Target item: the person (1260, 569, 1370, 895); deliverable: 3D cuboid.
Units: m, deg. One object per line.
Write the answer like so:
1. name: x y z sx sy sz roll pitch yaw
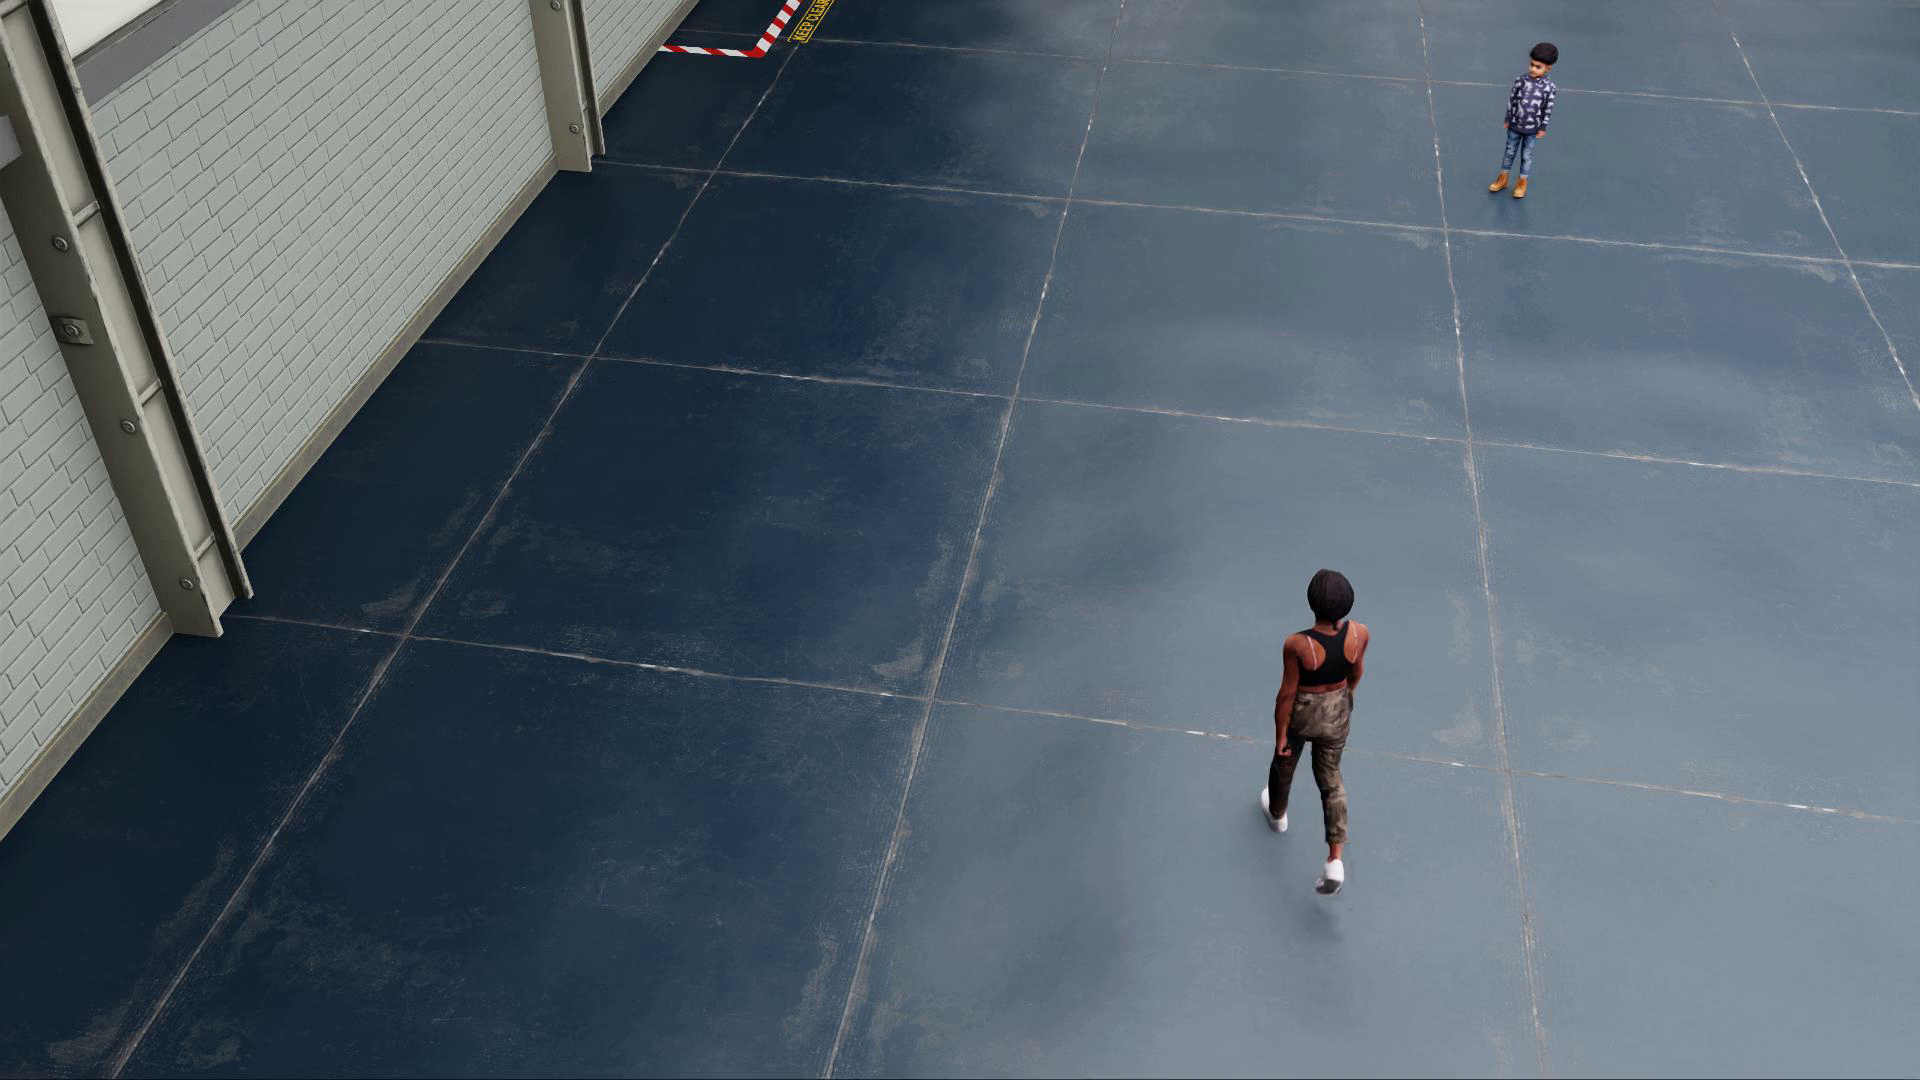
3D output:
1. person: 1.633 0.882 7.526 0.770 1.673 1.100 -5 38 -6

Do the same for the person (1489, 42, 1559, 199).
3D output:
1. person: 4.533 -3.369 13.299 0.567 1.255 0.593 23 44 27
